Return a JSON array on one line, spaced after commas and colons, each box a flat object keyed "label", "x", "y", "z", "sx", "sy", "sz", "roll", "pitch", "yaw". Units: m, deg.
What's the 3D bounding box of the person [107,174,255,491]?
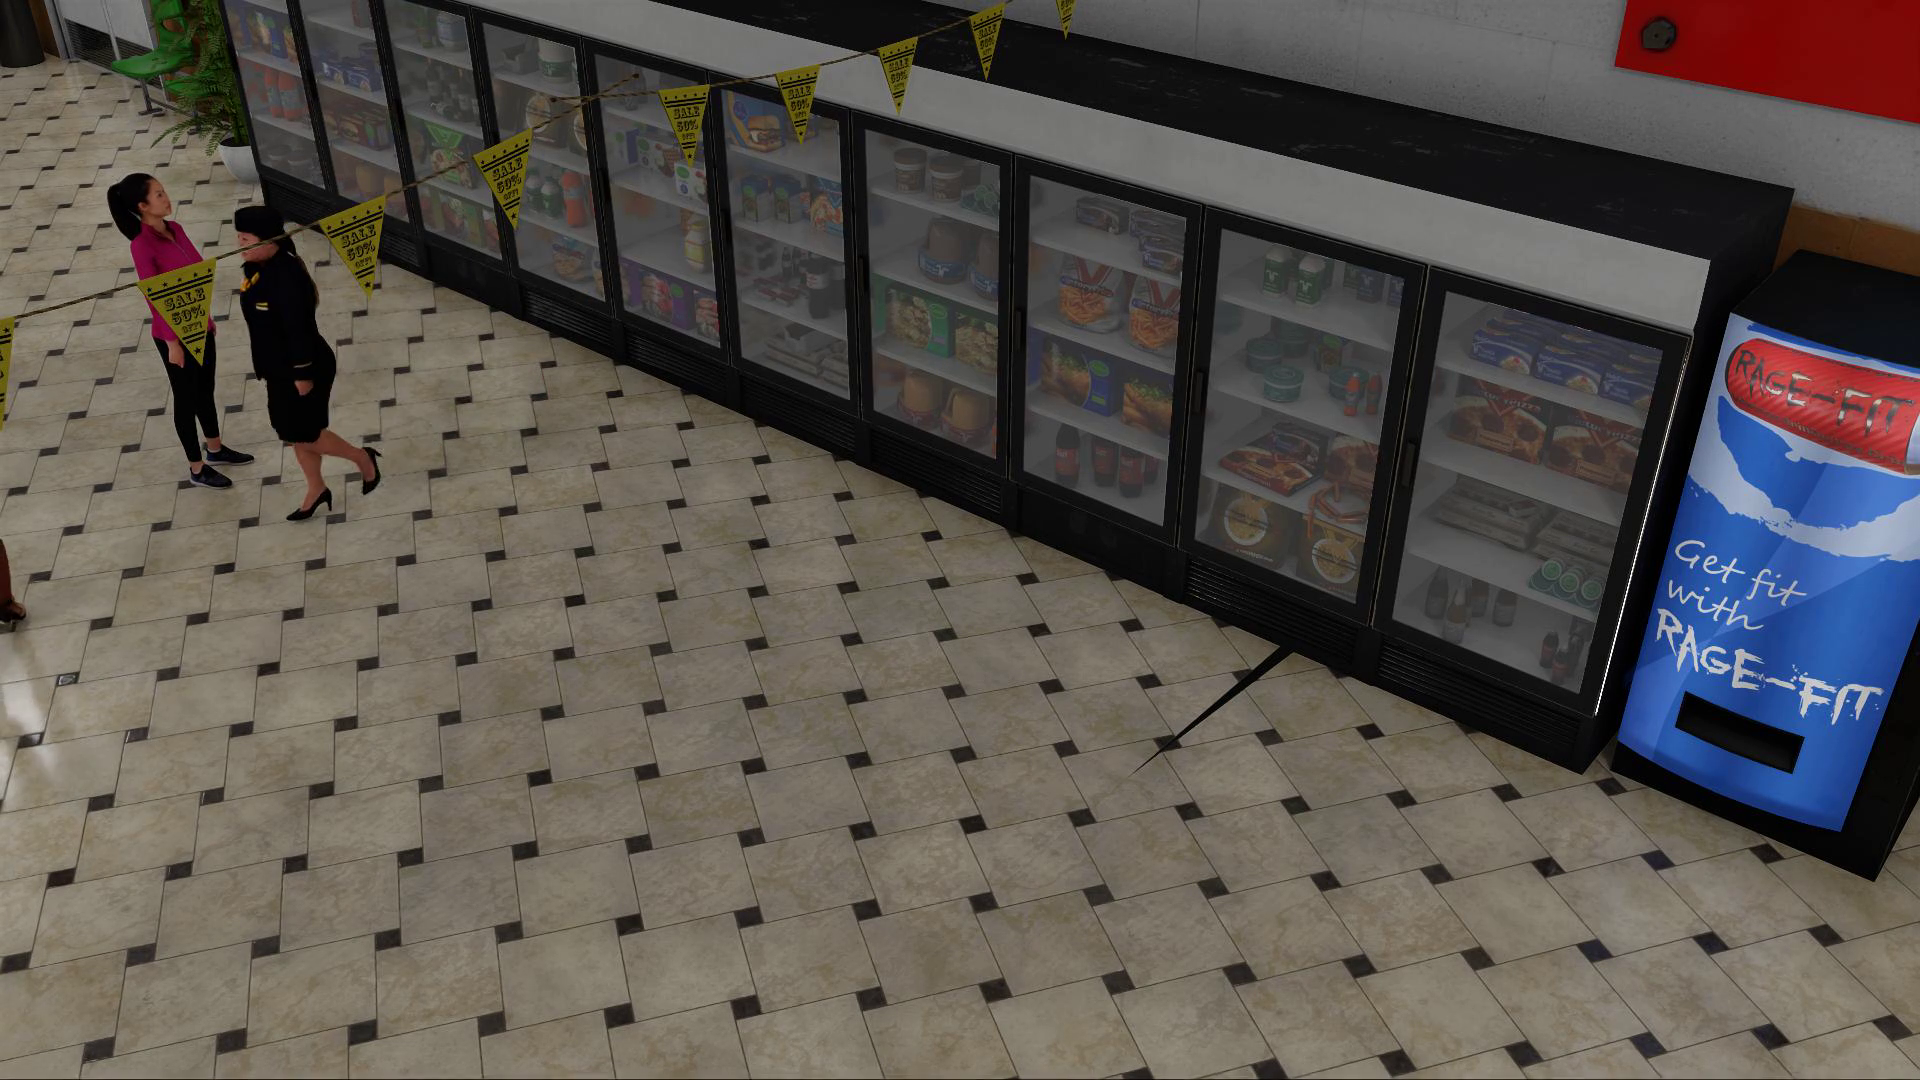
[{"label": "person", "x": -4.060, "y": -1.091, "z": 8.666, "sx": 0.750, "sy": 1.696, "sz": 0.670, "roll": 2, "pitch": 32, "yaw": 4}]

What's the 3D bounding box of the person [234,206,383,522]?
[{"label": "person", "x": -3.262, "y": -0.873, "z": 8.344, "sx": 0.820, "sy": 1.665, "sz": 0.768, "roll": -24, "pitch": 39, "yaw": -33}]
